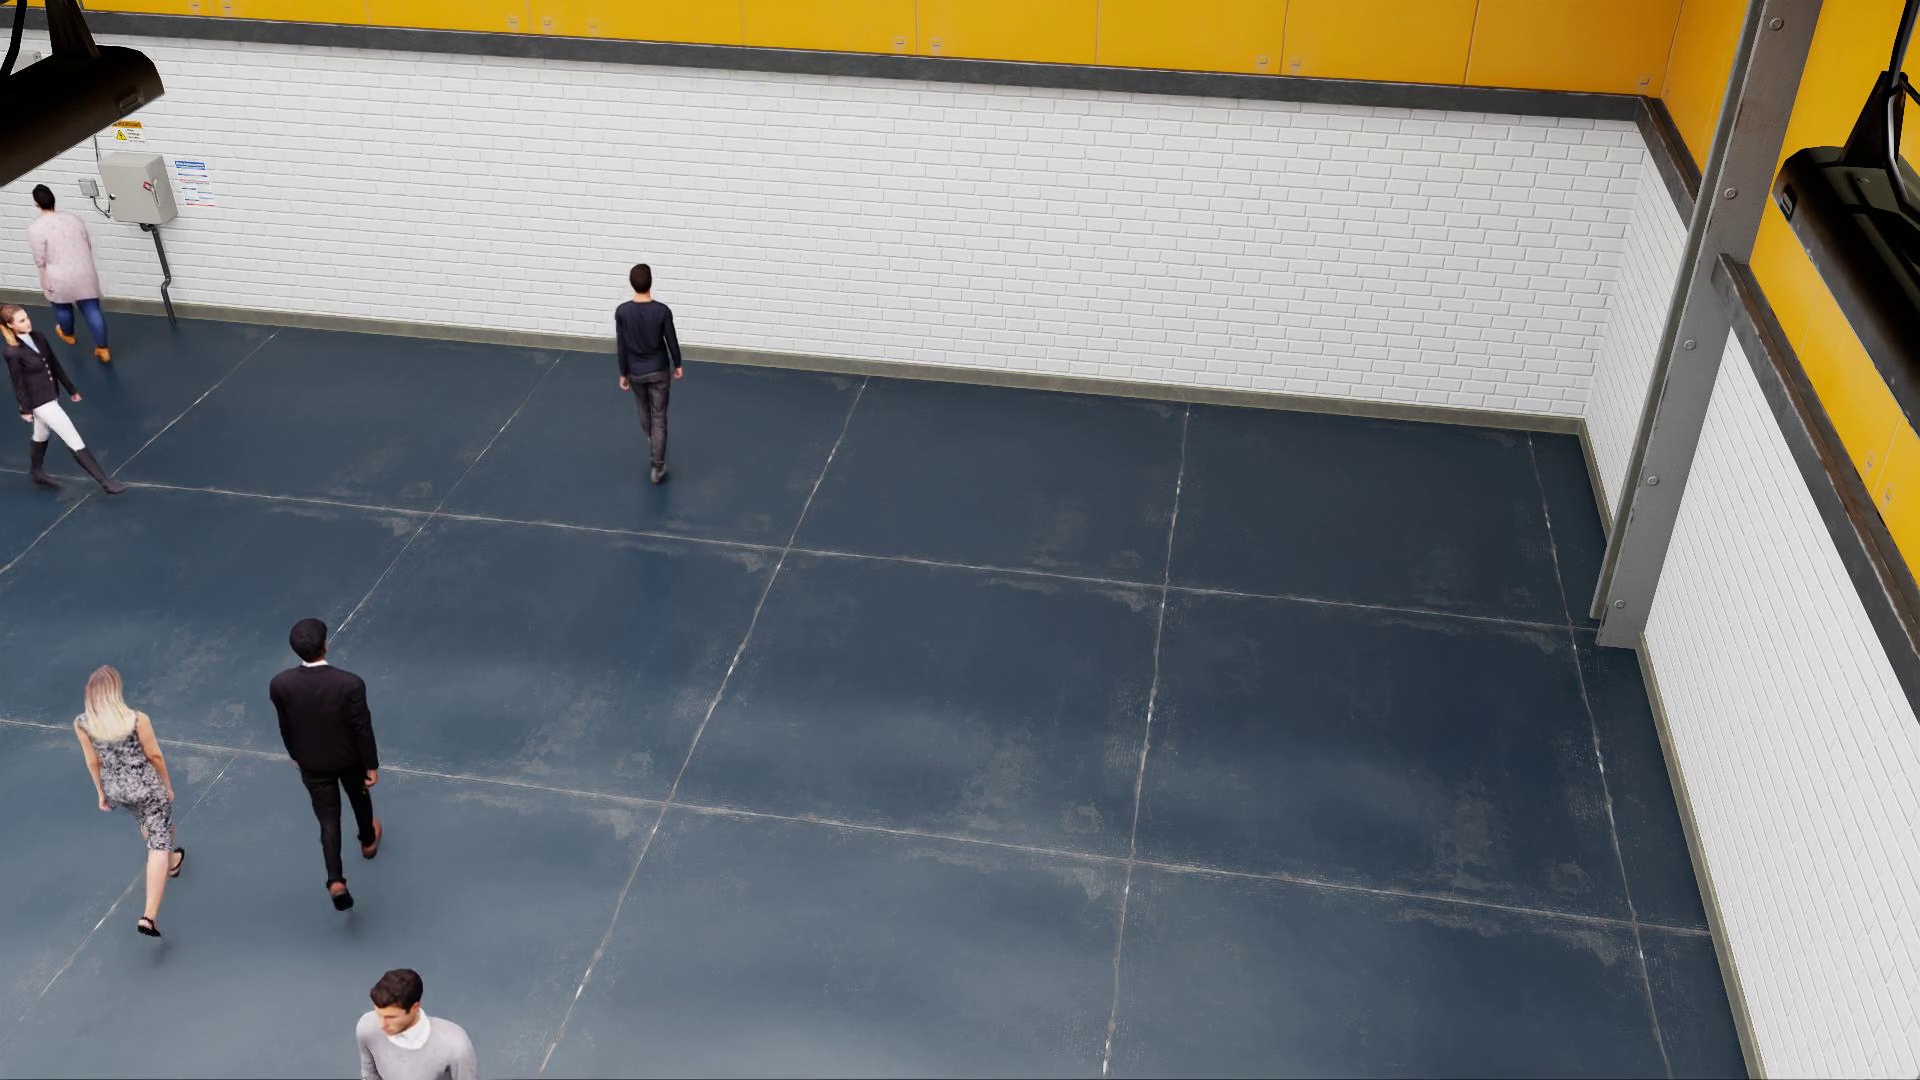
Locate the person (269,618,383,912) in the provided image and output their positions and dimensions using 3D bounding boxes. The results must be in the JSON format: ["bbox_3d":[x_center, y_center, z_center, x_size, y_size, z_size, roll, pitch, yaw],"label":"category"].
[{"bbox_3d":[-3.671,1.314,9.670,0.970,1.852,1.226,-6,34,-9],"label":"person"}]

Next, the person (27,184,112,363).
[{"bbox_3d":[-8.247,-2.444,15.455,1.118,1.705,1.112,-29,43,-36],"label":"person"}]

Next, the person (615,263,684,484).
[{"bbox_3d":[-2.557,-1.320,13.647,0.824,1.837,1.145,-2,34,-2],"label":"person"}]

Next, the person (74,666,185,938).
[{"bbox_3d":[-4.744,1.516,9.529,0.757,1.672,1.168,-2,34,-3],"label":"person"}]

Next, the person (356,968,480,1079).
[{"bbox_3d":[-2.383,2.600,7.667,0.850,1.928,1.193,10,35,15],"label":"person"}]

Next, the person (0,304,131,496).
[{"bbox_3d":[-7.474,-1.097,13.461,0.633,1.670,1.095,5,34,8],"label":"person"}]
